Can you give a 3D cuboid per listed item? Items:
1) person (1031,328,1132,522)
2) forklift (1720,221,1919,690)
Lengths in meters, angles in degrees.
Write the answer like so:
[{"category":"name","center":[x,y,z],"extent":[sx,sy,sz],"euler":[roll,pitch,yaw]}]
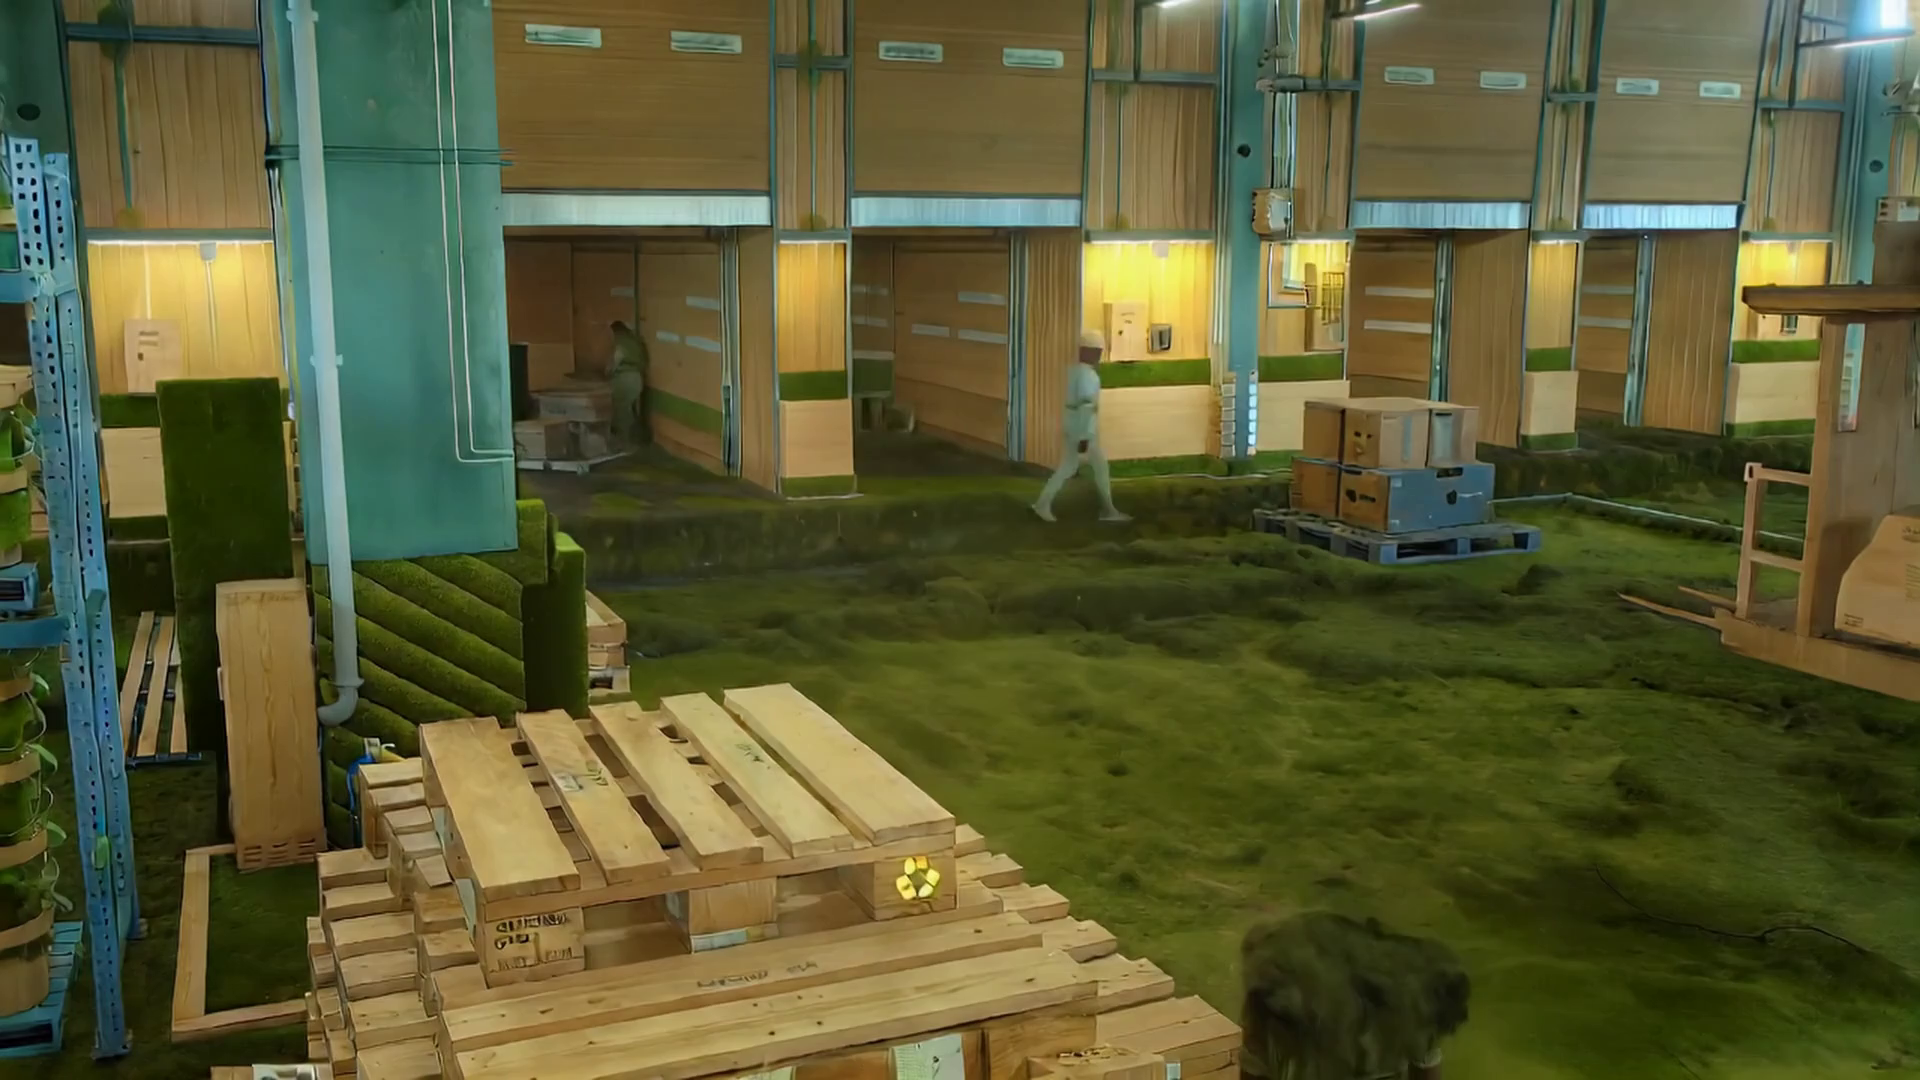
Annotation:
[{"category":"person","center":[1.148,-1.086,15.923],"extent":[0.953,1.889,0.605],"euler":[-2,11,-13]},{"category":"forklift","center":[5.949,-0.550,10.218],"extent":[1.129,2.768,1.873],"euler":[-4,11,-23]}]
